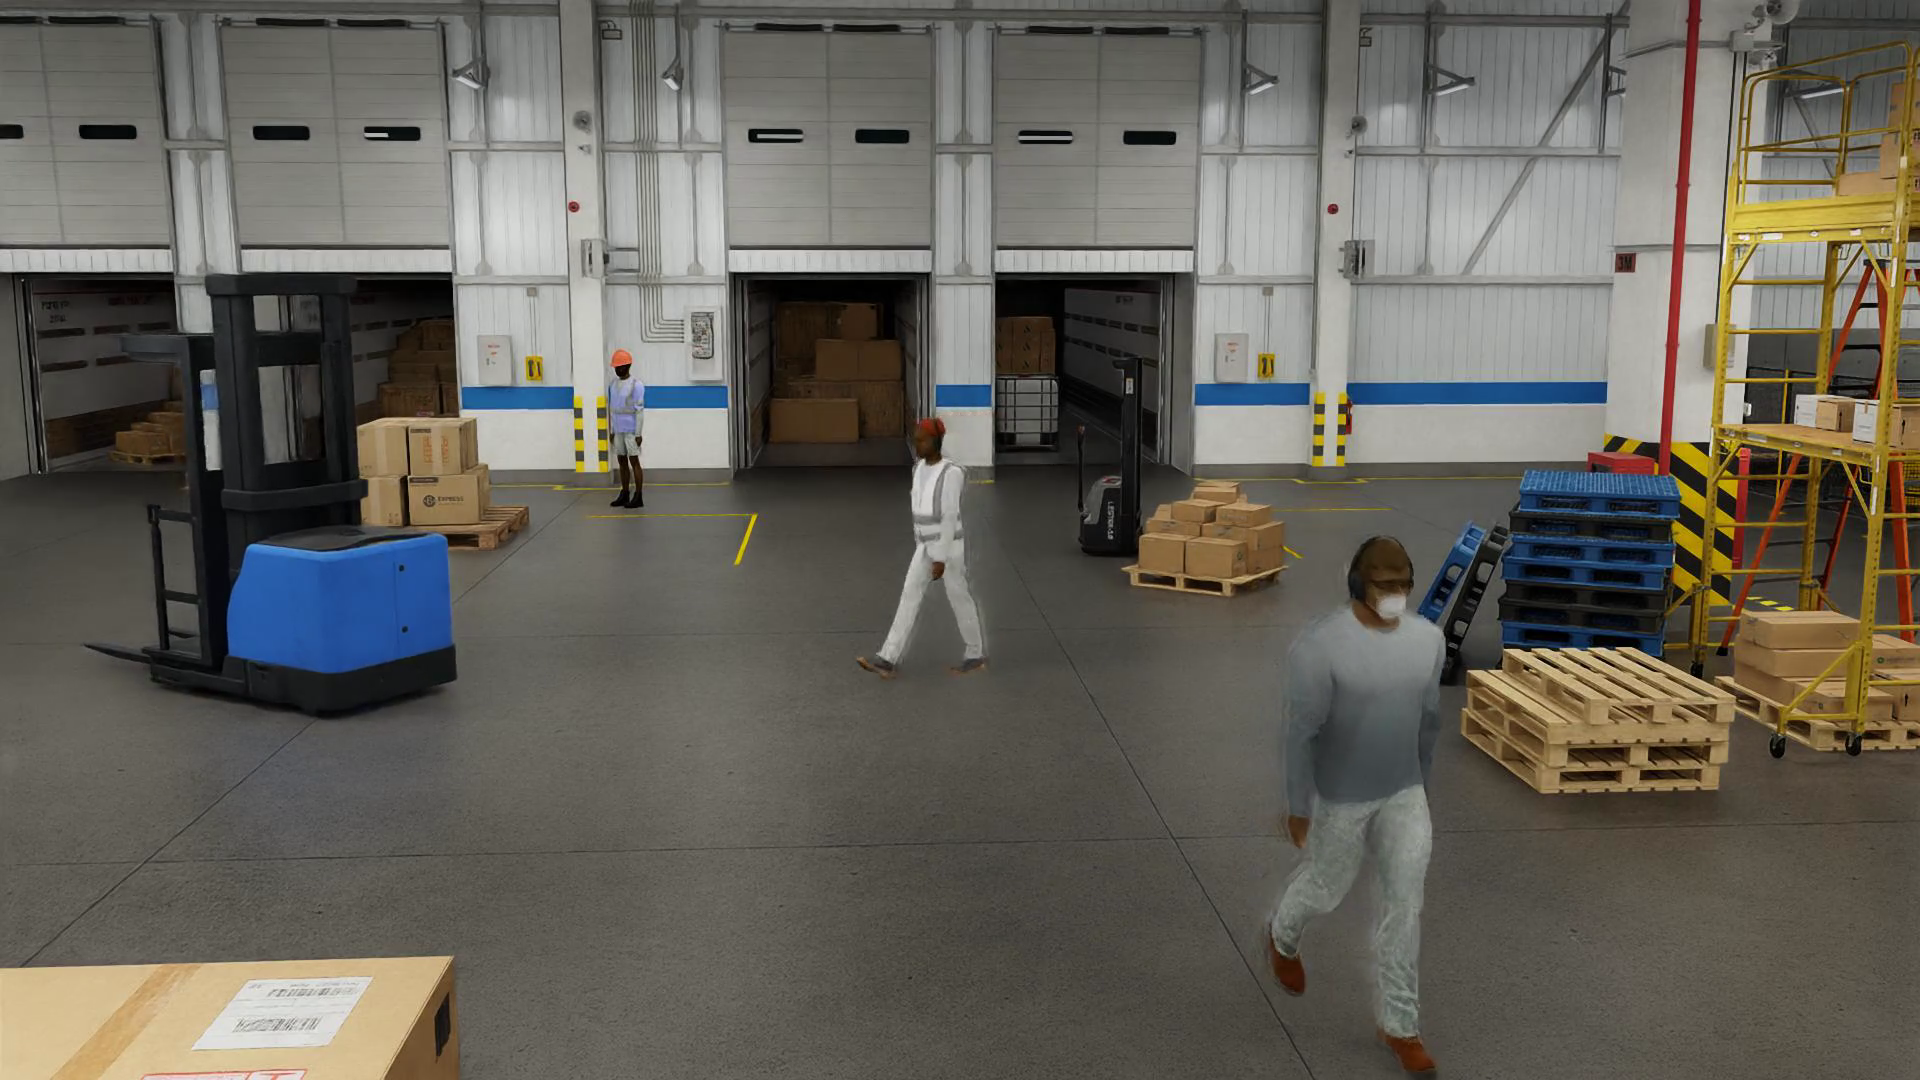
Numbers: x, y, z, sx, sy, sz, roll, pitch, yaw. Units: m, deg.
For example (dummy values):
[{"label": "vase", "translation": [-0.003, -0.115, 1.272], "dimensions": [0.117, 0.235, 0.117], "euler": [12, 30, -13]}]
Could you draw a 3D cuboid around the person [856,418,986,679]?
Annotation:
[{"label": "person", "translation": [-0.232, 0.077, 11.543], "dimensions": [1.010, 1.823, 0.603], "euler": [-6, 11, -35]}]

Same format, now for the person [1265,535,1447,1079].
[{"label": "person", "translation": [1.453, 0.906, 6.133], "dimensions": [0.641, 1.912, 0.925], "euler": [-3, 9, -17]}]

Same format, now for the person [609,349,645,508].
[{"label": "person", "translation": [-4.062, -1.344, 20.174], "dimensions": [0.543, 1.929, 0.384], "euler": [7, 11, 36]}]

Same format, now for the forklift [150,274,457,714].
[{"label": "forklift", "translation": [-4.457, -0.386, 11.173], "dimensions": [1.873, 2.768, 1.129], "euler": [5, 11, 31]}]

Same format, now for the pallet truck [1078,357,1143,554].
[{"label": "pallet truck", "translation": [2.088, -0.836, 16.757], "dimensions": [1.885, 1.965, 0.823], "euler": [2, 9, 13]}]
